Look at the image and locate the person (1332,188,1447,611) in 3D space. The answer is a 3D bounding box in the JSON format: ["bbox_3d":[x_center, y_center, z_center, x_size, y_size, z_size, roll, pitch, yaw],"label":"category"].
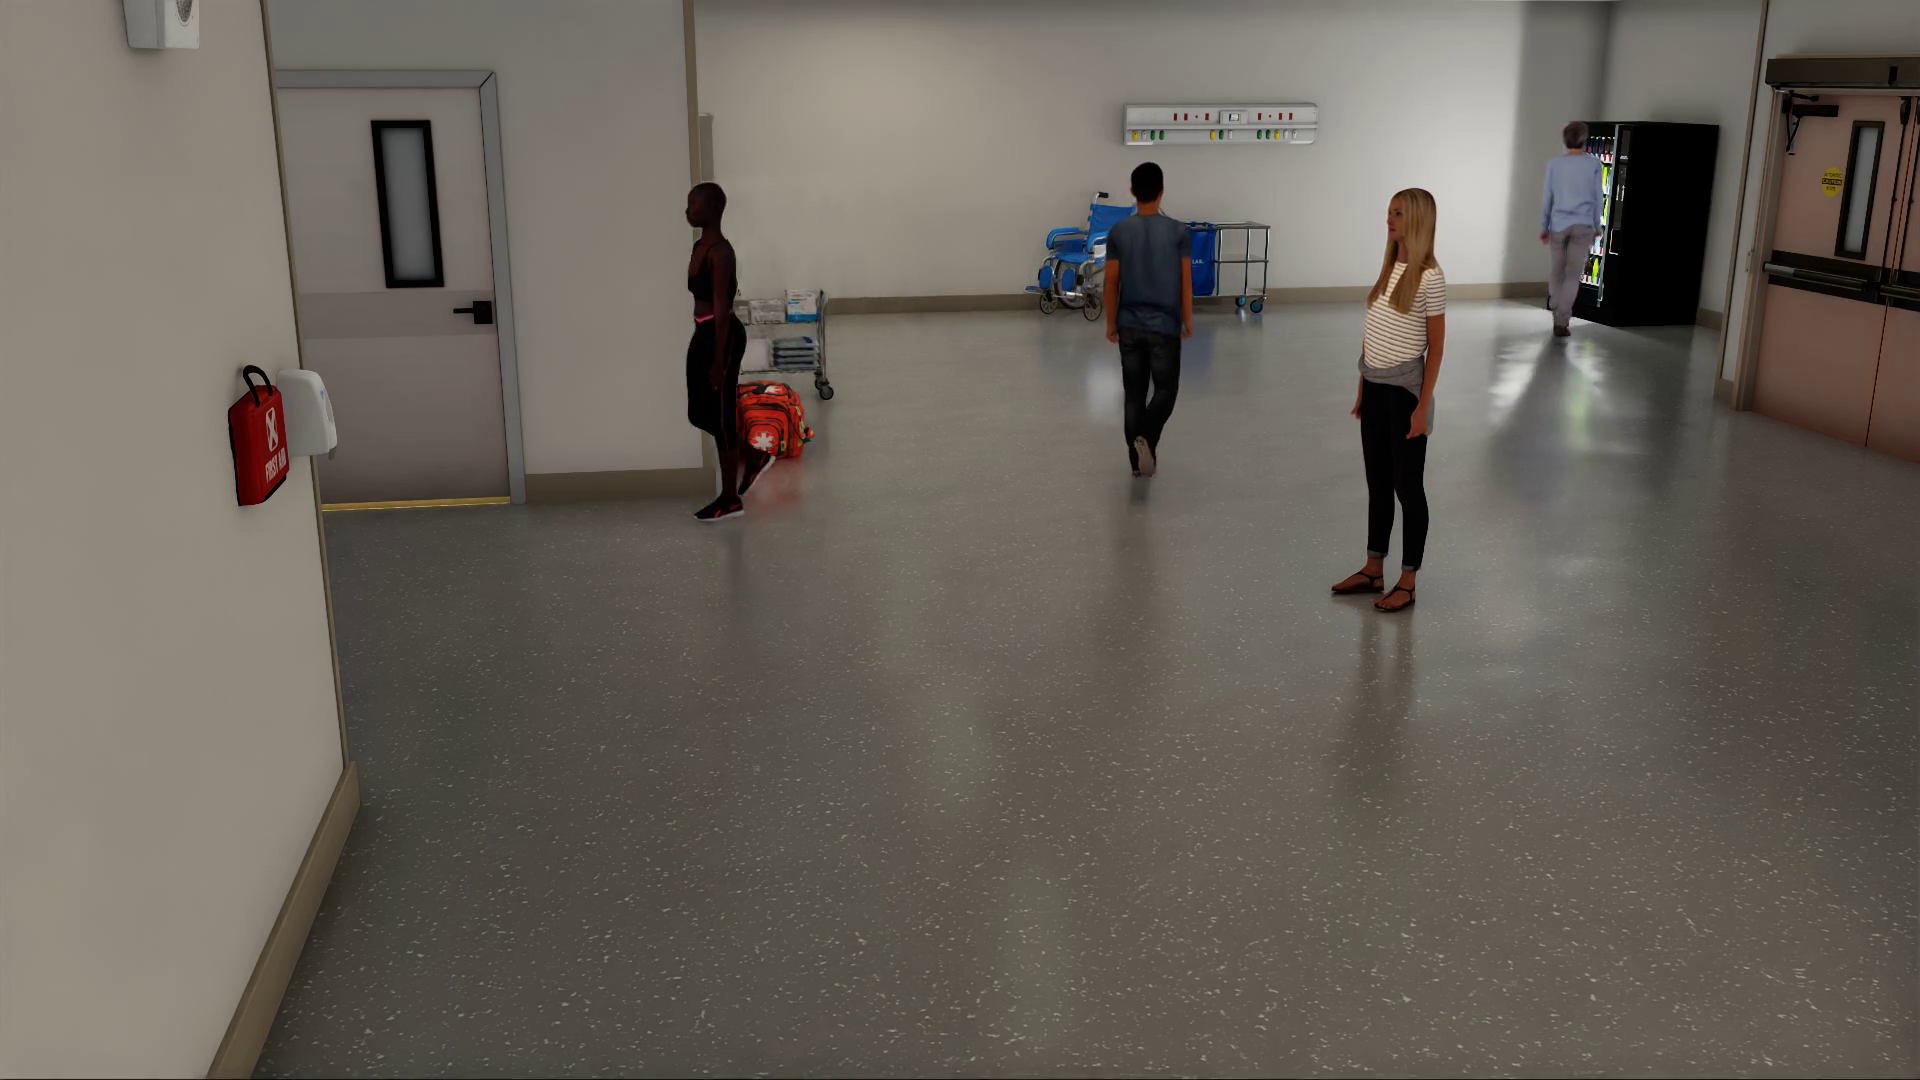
[{"bbox_3d":[1.927,-0.617,7.297,0.709,1.827,0.561,-8,18,-26],"label":"person"}]

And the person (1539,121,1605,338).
[{"bbox_3d":[5.341,-2.682,14.554,1.092,1.865,1.175,9,18,29],"label":"person"}]

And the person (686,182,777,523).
[{"bbox_3d":[-1.191,-0.986,8.760,0.864,1.744,0.843,-12,19,-36],"label":"person"}]

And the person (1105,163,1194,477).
[{"bbox_3d":[1.062,-1.206,9.445,0.888,1.795,1.019,5,16,16],"label":"person"}]
